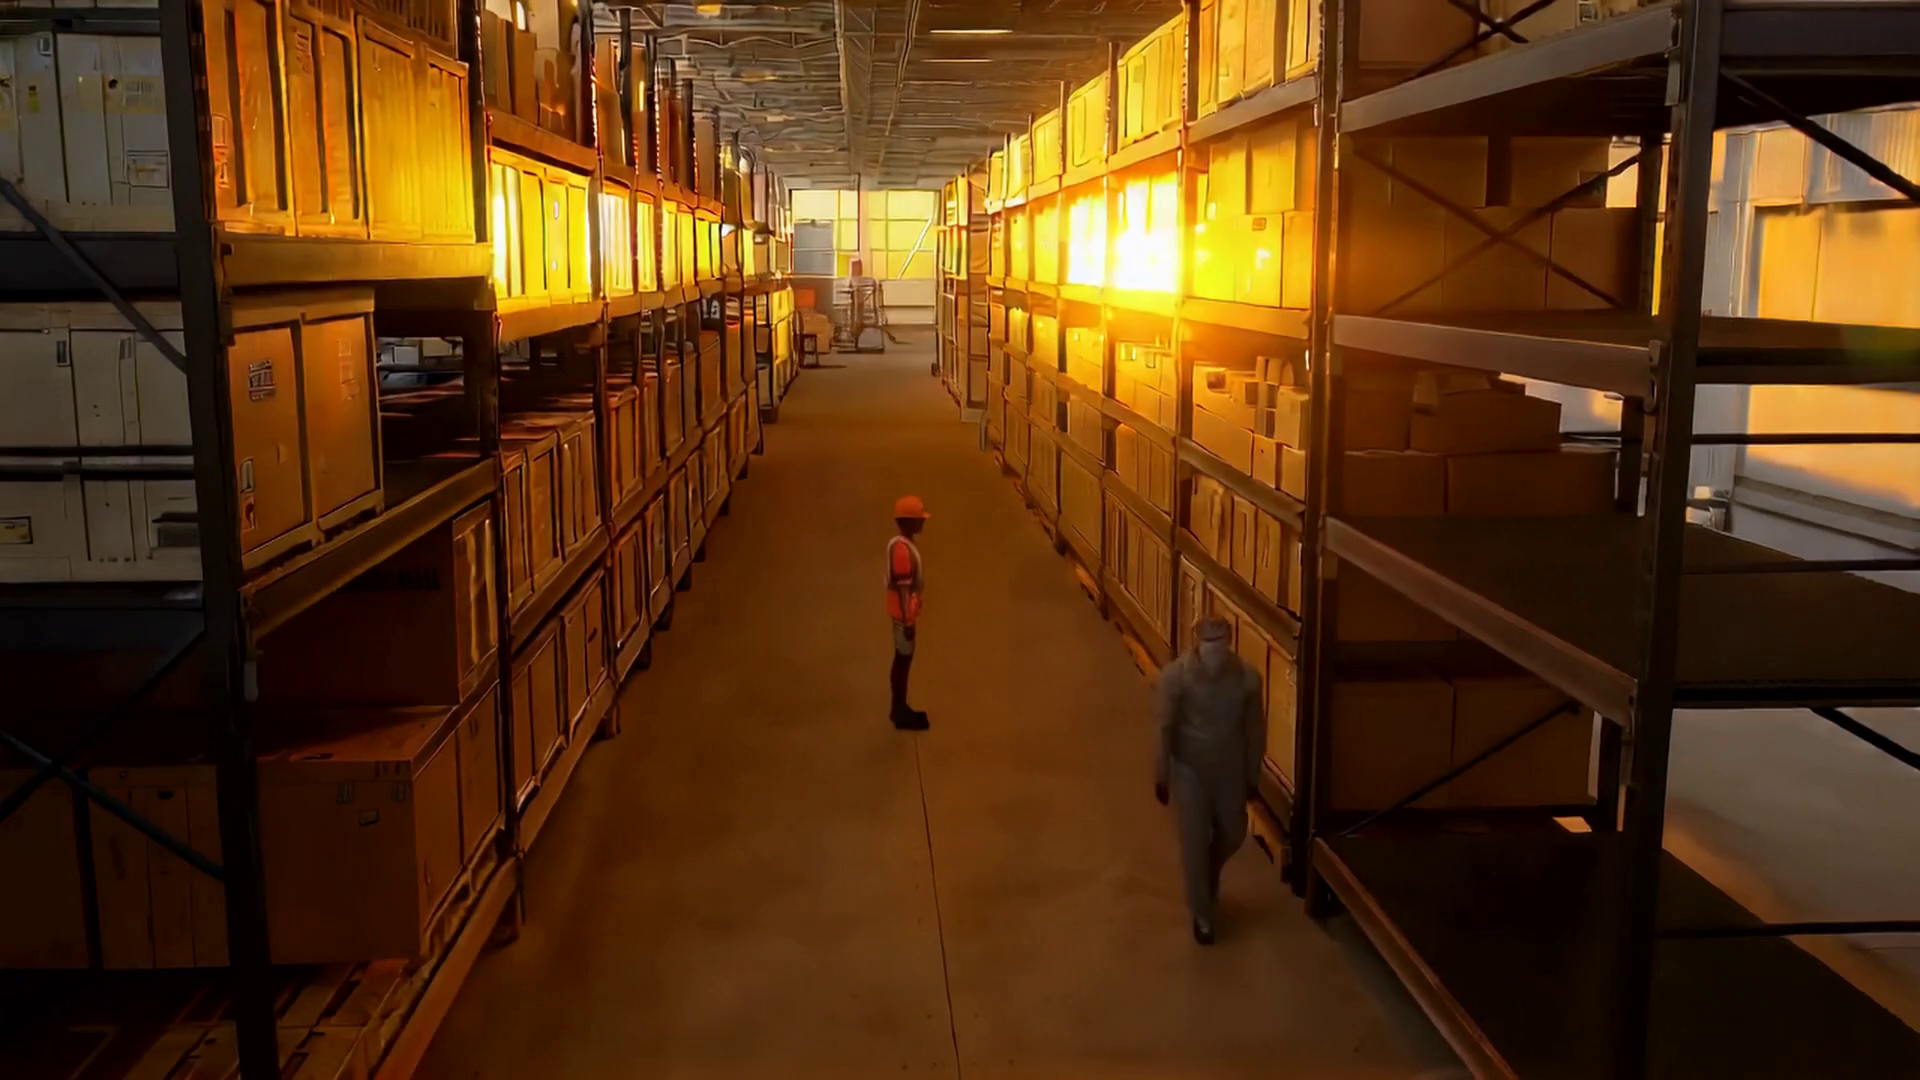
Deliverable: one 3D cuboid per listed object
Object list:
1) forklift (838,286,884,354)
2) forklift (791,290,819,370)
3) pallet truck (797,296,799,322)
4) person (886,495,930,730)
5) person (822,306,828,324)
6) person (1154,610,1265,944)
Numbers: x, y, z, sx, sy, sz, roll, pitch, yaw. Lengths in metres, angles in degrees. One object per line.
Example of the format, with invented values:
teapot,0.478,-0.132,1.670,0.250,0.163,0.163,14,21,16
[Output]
forklift,-4.123,-9.110,68.885,1.873,2.768,1.129,-1,10,-3
forklift,-5.942,-7.439,58.902,1.873,2.768,1.129,-1,10,-4
pallet truck,-8.622,-12.439,91.403,1.885,1.965,0.823,2,10,13
person,-0.428,0.592,13.741,0.359,1.939,0.543,-1,10,-5
person,-6.591,-10.586,81.260,0.321,1.691,0.533,-4,10,-21
person,1.424,1.313,9.591,0.650,1.888,0.664,-1,10,-4
